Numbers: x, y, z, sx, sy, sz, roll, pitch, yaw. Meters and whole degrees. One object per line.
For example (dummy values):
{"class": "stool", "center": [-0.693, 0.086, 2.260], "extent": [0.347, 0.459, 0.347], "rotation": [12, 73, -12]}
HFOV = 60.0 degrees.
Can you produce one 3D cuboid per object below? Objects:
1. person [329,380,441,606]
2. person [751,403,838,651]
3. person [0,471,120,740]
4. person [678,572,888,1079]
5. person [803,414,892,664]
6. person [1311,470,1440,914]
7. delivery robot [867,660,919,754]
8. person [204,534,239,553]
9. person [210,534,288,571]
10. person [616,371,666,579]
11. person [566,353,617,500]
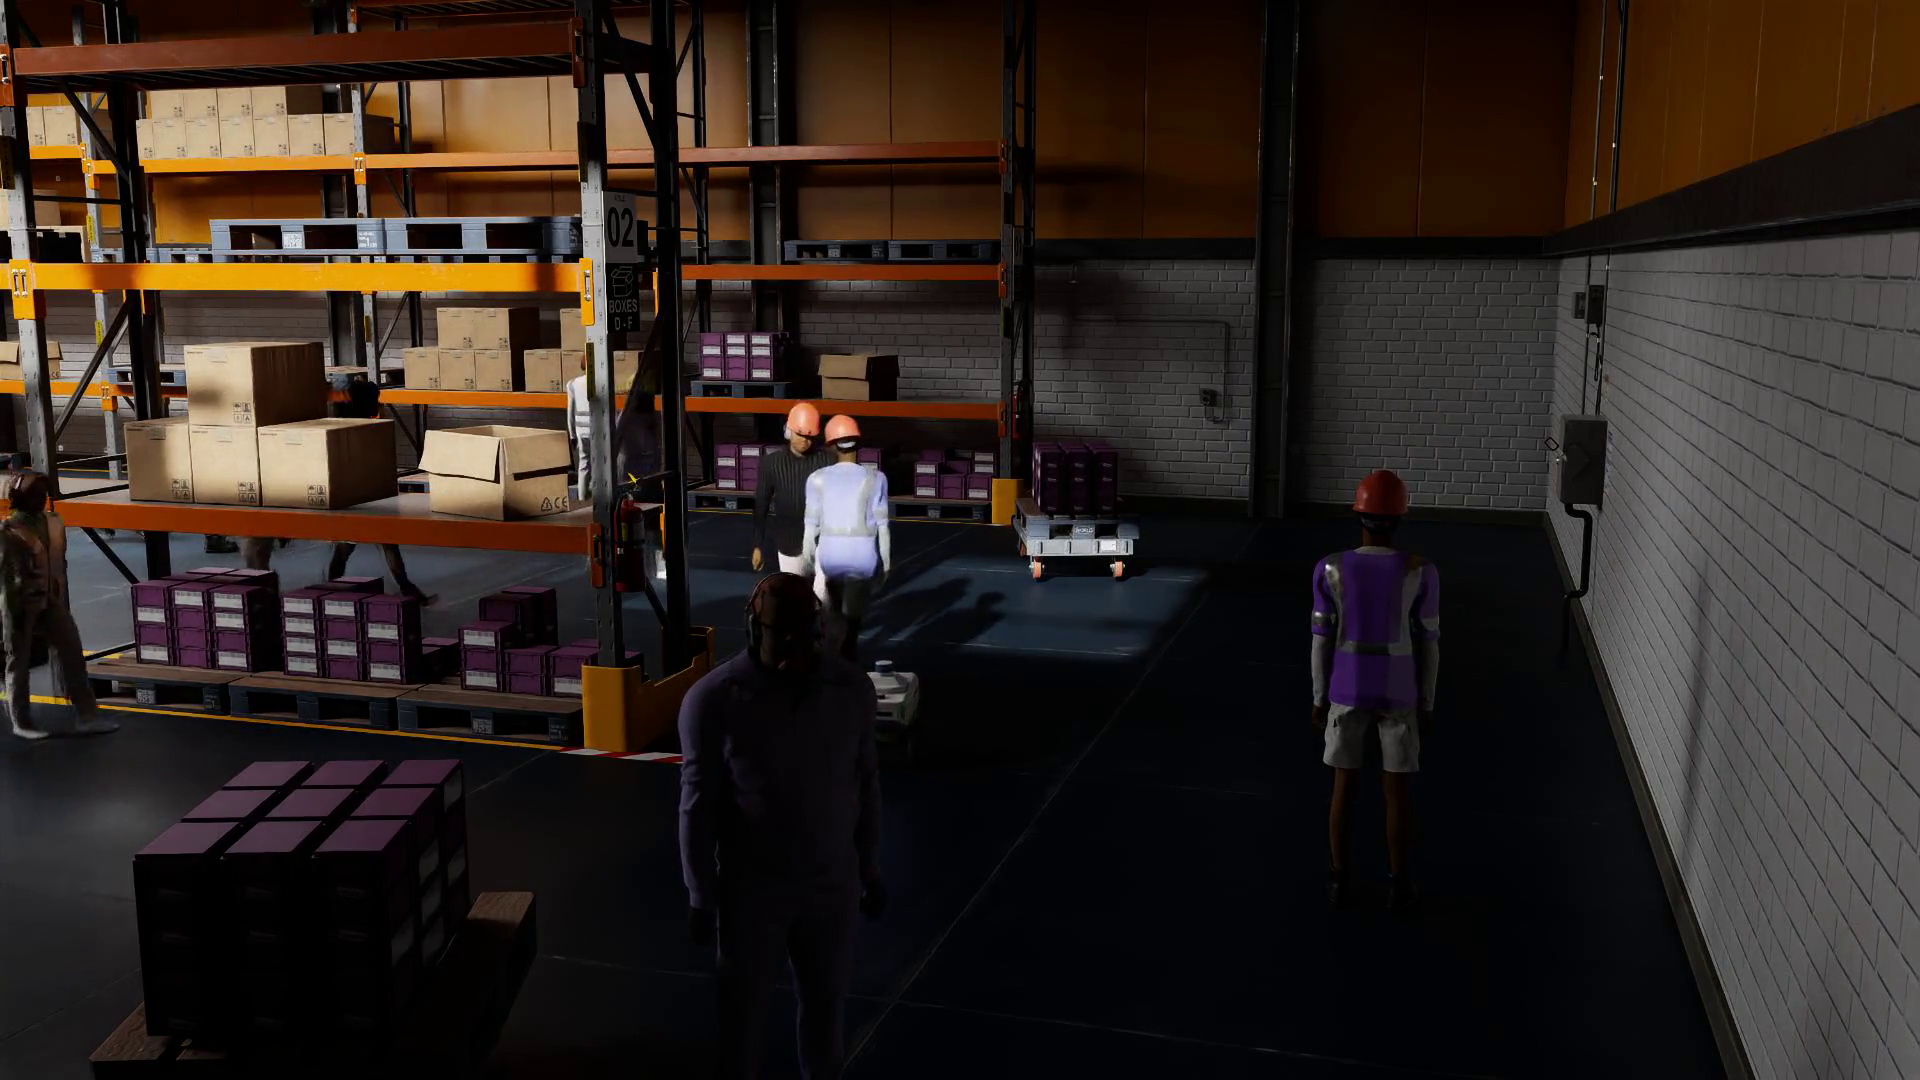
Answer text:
{"class": "person", "center": [-4.689, -0.323, 13.344], "extent": [0.996, 1.898, 0.616], "rotation": [-1, 9, -3]}
{"class": "person", "center": [-1.077, 0.008, 11.346], "extent": [0.673, 1.931, 1.094], "rotation": [0, 9, 3]}
{"class": "person", "center": [-5.348, 0.405, 9.783], "extent": [0.744, 1.607, 0.546], "rotation": [3, 10, 17]}
{"class": "person", "center": [-0.520, 1.035, 5.076], "extent": [0.653, 1.906, 0.405], "rotation": [-4, 10, -25]}
{"class": "person", "center": [-0.737, 0.153, 10.548], "extent": [0.532, 1.889, 0.898], "rotation": [3, 10, 19]}
{"class": "person", "center": [1.800, 0.663, 7.248], "extent": [0.543, 1.939, 0.360], "rotation": [3, 10, 18]}
{"class": "delivery robot", "center": [-0.434, 0.933, 9.523], "extent": [0.477, 0.478, 0.707], "rotation": [1, 9, 4]}
{"class": "person", "center": [-7.341, -0.841, 16.416], "extent": [0.374, 1.935, 0.552], "rotation": [-4, 10, -24]}
{"class": "person", "center": [-5.410, -0.043, 12.581], "extent": [0.811, 1.603, 0.518], "rotation": [3, 10, 20]}
{"class": "person", "center": [-2.913, -0.580, 14.971], "extent": [0.875, 1.898, 0.598], "rotation": [5, 10, 27]}
{"class": "person", "center": [-4.139, -1.184, 18.693], "extent": [0.596, 1.875, 0.376], "rotation": [3, 10, 19]}
